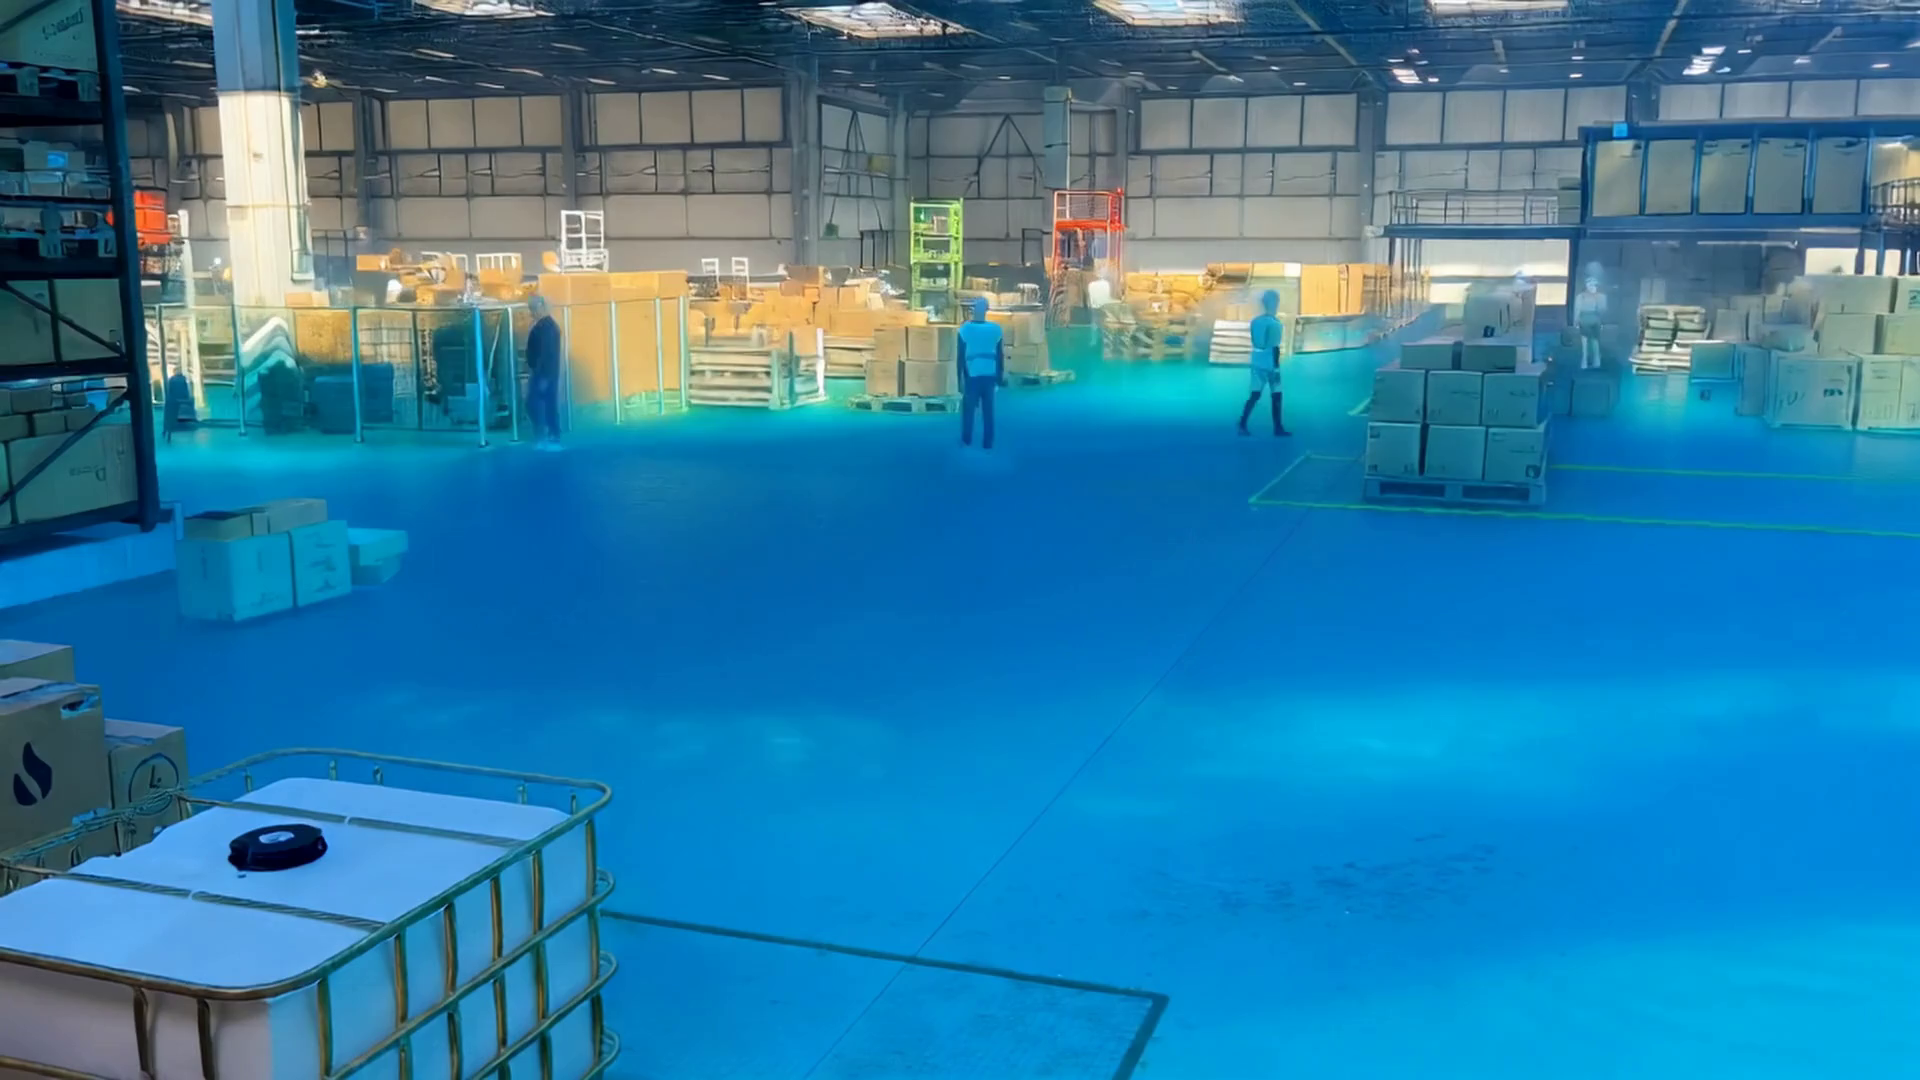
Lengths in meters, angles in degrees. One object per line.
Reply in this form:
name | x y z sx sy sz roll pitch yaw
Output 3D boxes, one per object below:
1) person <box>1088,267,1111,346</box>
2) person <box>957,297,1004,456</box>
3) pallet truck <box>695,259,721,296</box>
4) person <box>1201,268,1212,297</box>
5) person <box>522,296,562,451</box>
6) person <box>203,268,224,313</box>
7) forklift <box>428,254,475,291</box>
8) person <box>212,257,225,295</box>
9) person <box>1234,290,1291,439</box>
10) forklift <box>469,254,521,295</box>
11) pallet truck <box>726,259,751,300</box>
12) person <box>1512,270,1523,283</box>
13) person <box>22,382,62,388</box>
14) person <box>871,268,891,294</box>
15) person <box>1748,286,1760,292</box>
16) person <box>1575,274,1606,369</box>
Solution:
person | 3.520 -5.844 41.562 0.622 1.970 0.859 7 12 36
person | 0.223 -1.979 20.049 0.616 1.872 0.954 -2 10 -13
pallet truck | -9.165 -9.627 62.776 0.823 1.965 1.885 4 11 23
person | 8.188 -8.218 55.555 0.483 1.745 0.306 -9 13 -40
person | -5.081 -2.011 20.174 0.477 1.888 0.670 -6 12 -30
person | -25.407 -8.361 56.414 0.890 1.724 0.534 -9 14 -42
forklift | -20.133 -10.254 65.465 1.157 1.987 2.680 3 11 19
person | -30.355 -10.576 68.121 0.615 1.997 0.373 6 12 29
person | 3.902 -2.240 21.420 0.855 1.941 0.625 -6 12 -31
forklift | -17.990 -10.121 64.684 1.157 1.987 2.680 3 11 17
pallet truck | -7.986 -9.493 62.019 0.823 1.965 1.885 3 11 17
person | 13.684 -5.725 41.155 0.504 1.869 0.650 -8 13 -39
person | -11.977 -2.112 21.577 0.751 1.610 0.508 5 11 27
person | -1.912 -5.678 40.697 0.545 1.941 0.350 4 11 22
person | 27.473 -8.534 57.639 0.543 1.619 0.380 7 12 34
person | 12.808 -4.438 33.764 0.551 1.922 0.515 8 13 39
